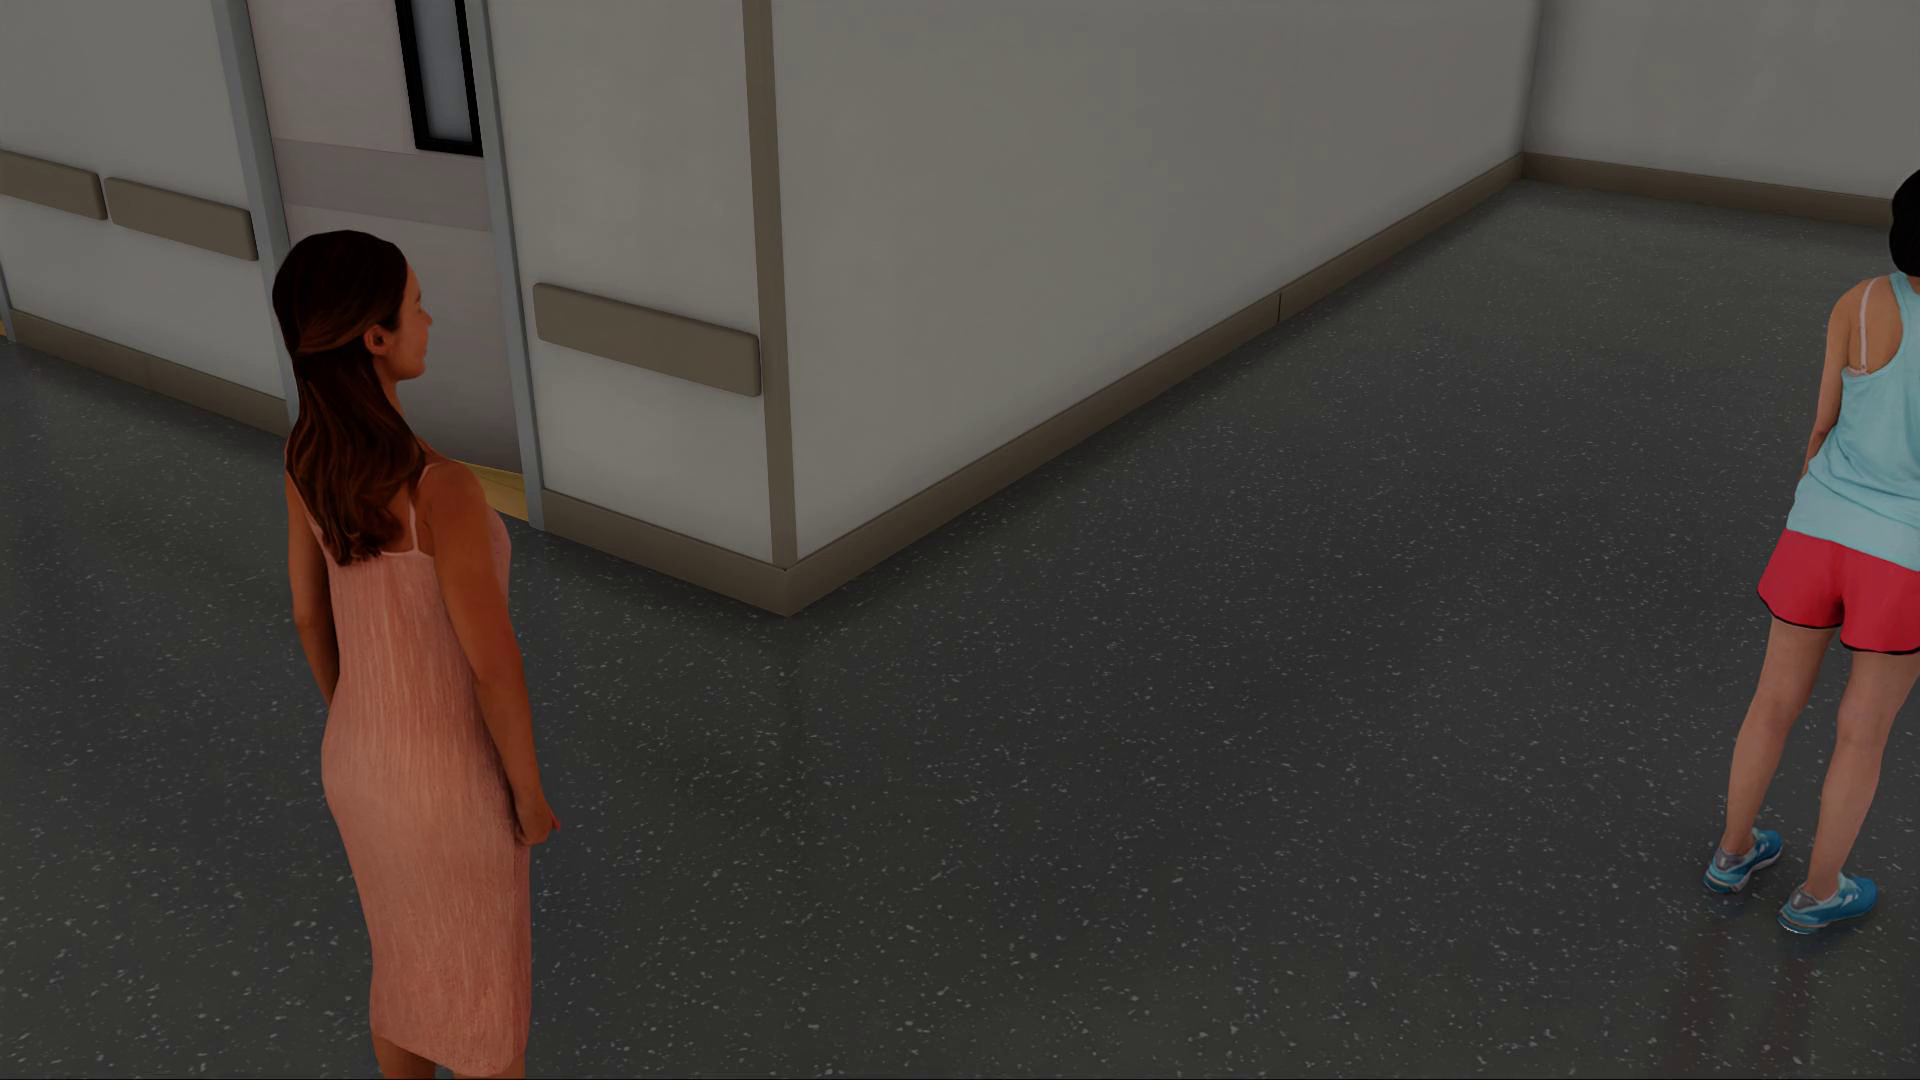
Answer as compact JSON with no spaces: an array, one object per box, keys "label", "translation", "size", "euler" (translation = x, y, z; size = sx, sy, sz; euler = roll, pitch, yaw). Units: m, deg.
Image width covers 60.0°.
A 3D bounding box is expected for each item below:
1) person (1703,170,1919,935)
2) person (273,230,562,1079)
[{"label":"person","translation":[1.946,0.037,3.558],"size":[0.638,1.765,0.627],"euler":[-19,31,-34]},{"label":"person","translation":[-0.889,0.395,2.740],"size":[0.606,1.831,0.528],"euler":[14,29,27]}]
